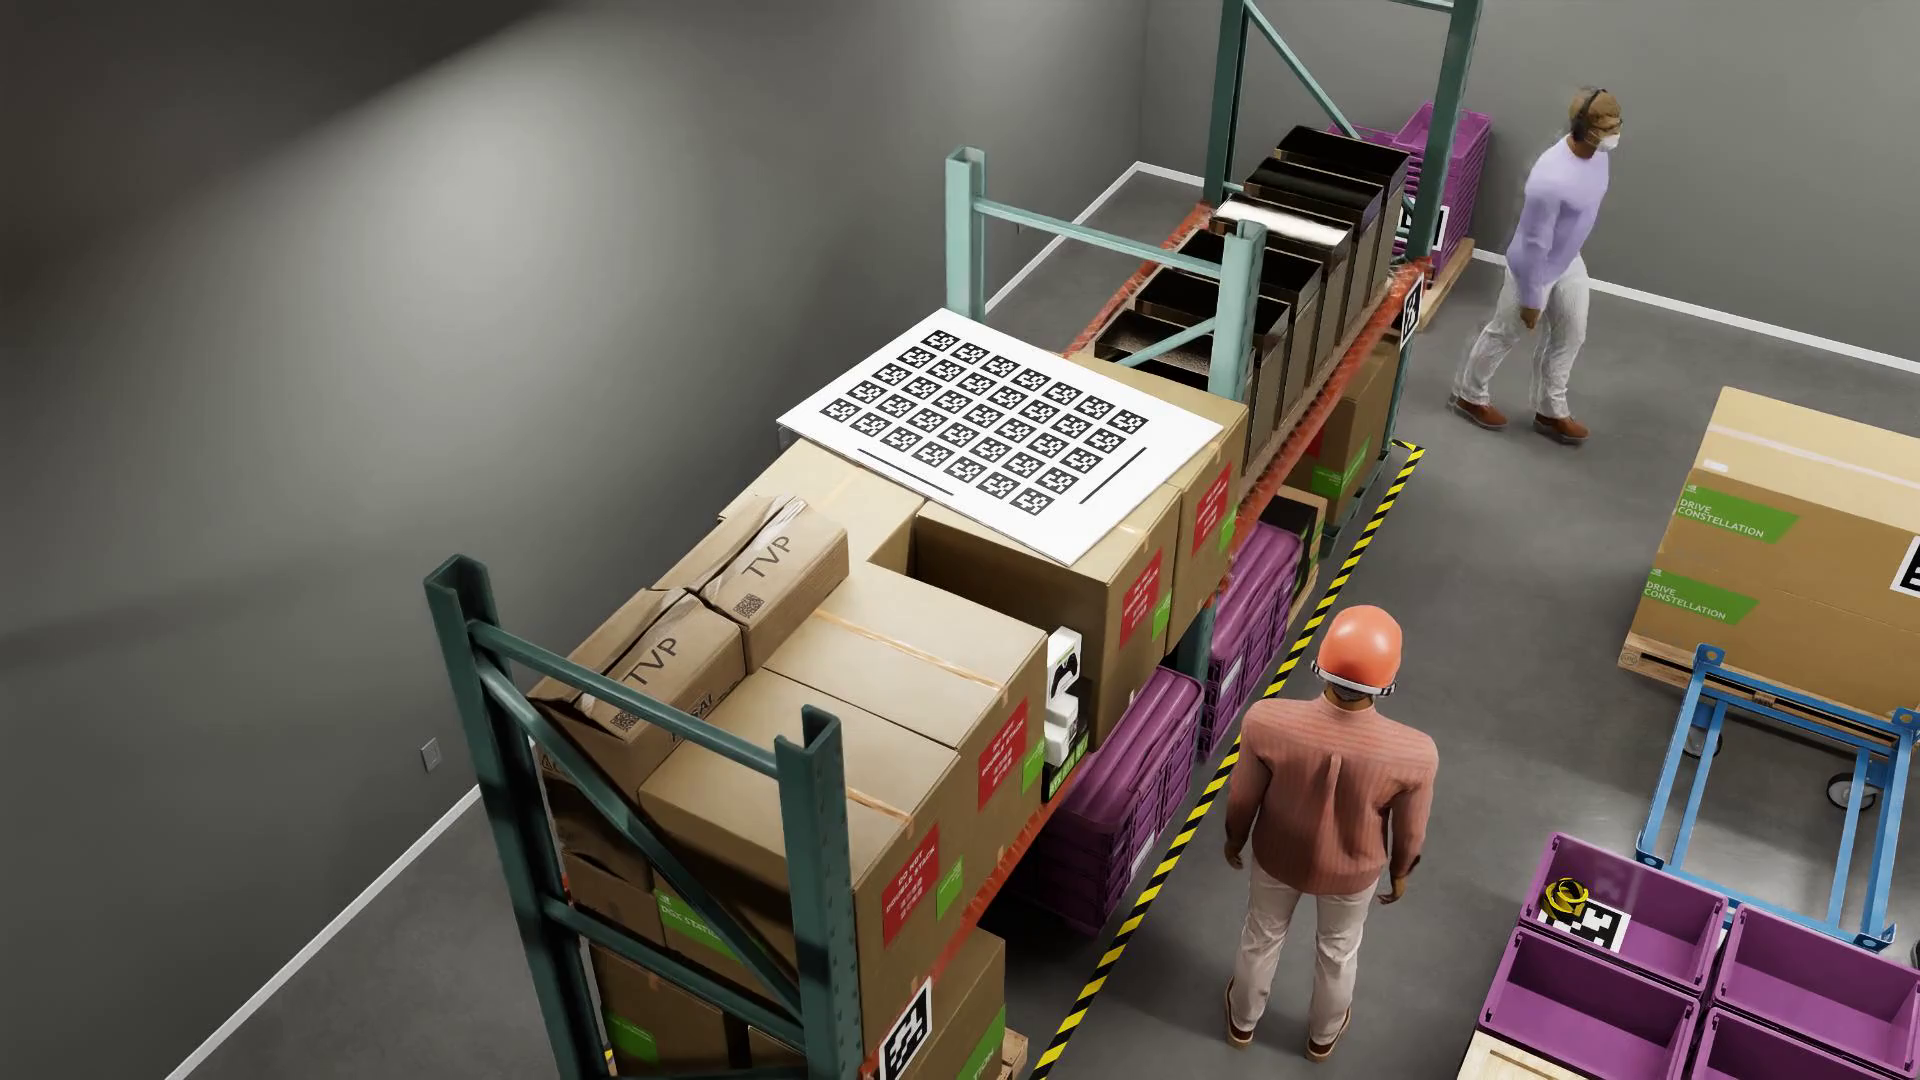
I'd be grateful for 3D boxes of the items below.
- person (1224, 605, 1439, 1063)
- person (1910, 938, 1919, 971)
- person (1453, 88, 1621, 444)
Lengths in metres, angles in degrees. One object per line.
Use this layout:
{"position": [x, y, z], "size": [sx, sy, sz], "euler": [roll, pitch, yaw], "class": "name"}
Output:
{"position": [1.160, 0.991, 5.372], "size": [0.622, 1.994, 0.381], "euler": [10, 41, 12], "class": "person"}
{"position": [3.713, 0.938, 5.556], "size": [0.601, 1.835, 0.404], "euler": [23, 45, 25], "class": "person"}
{"position": [2.948, -1.287, 8.146], "size": [0.839, 1.911, 0.652], "euler": [31, 49, 32], "class": "person"}
